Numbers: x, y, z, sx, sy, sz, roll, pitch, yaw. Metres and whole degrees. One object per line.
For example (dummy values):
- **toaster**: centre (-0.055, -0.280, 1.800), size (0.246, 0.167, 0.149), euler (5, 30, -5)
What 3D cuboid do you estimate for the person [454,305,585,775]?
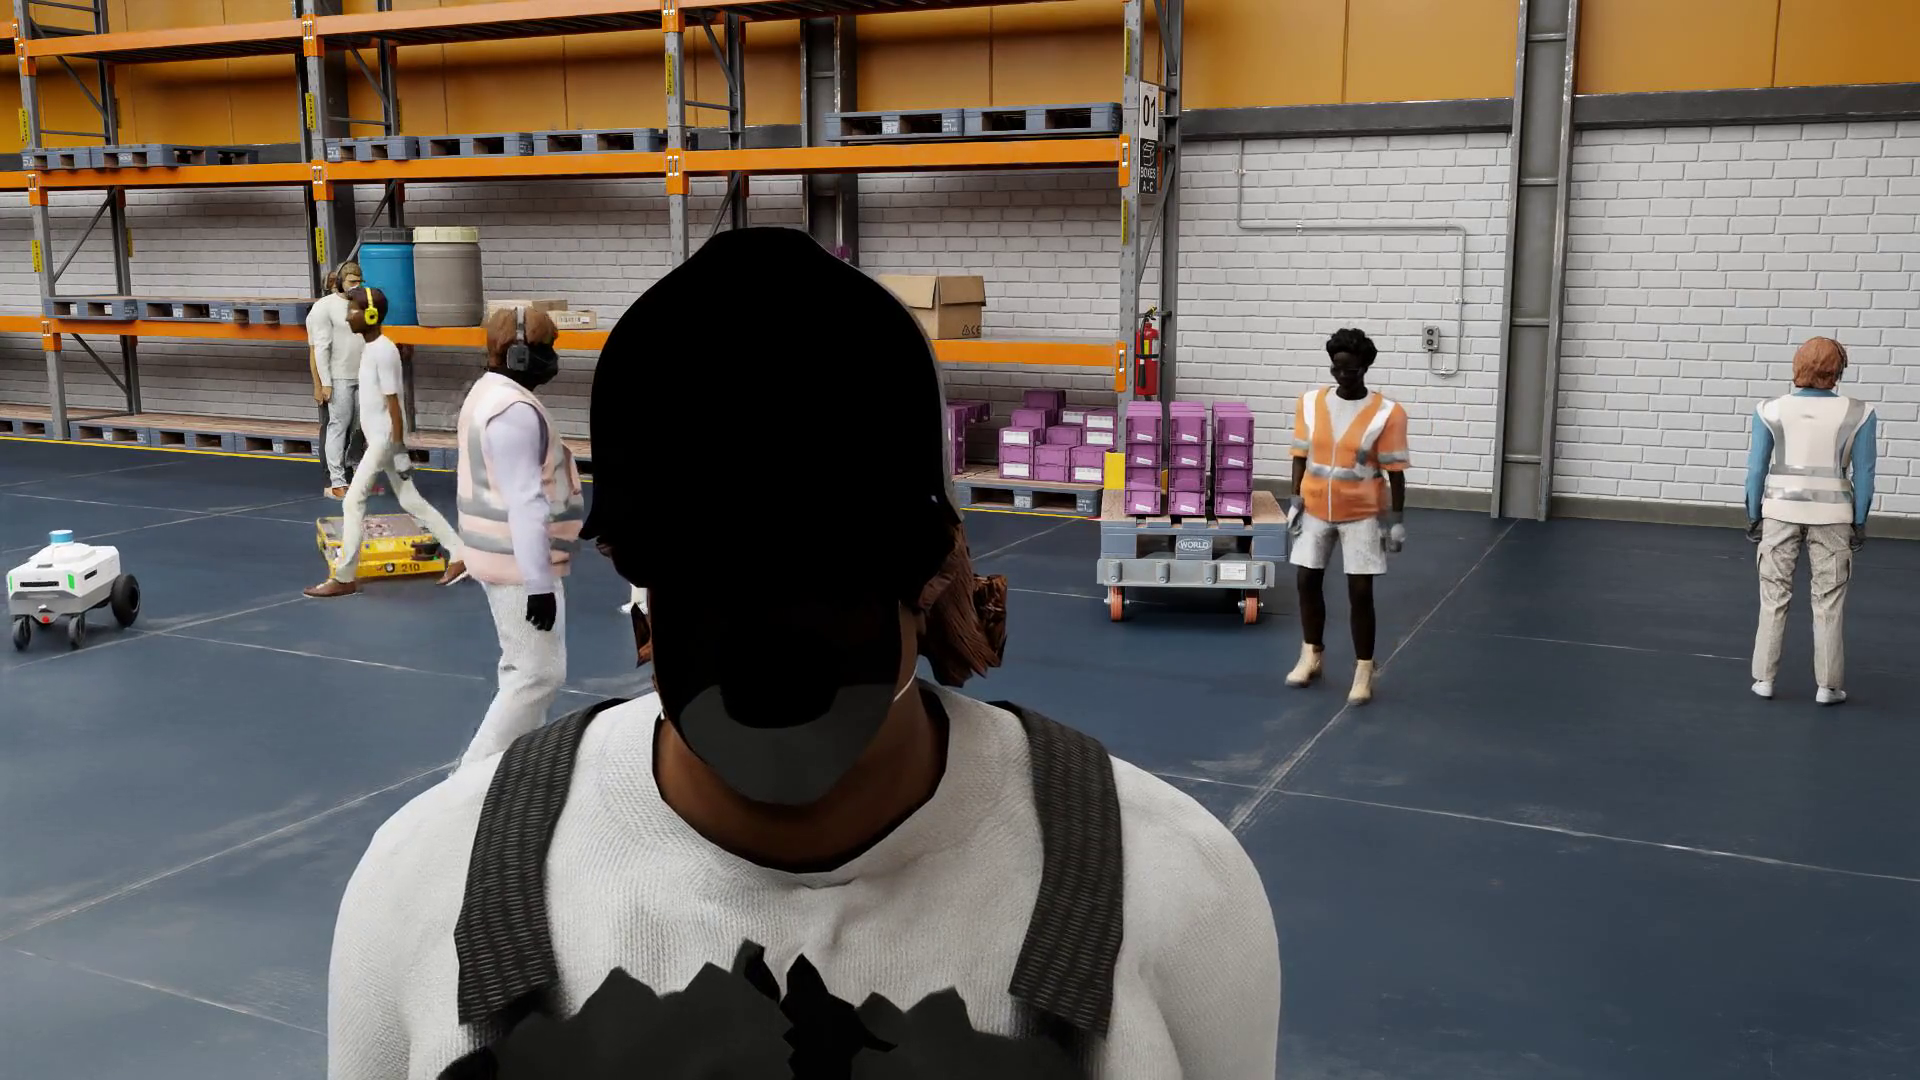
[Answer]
- **person**: centre (-1.595, 0.100, 5.855), size (0.548, 1.831, 0.668), euler (-4, 11, -23)

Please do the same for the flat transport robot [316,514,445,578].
- **flat transport robot**: centre (-3.777, 0.017, 10.778), size (0.652, 0.197, 1.431), euler (-5, 11, -24)

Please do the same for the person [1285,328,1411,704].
- **person**: centre (1.740, -0.114, 7.487), size (0.576, 1.677, 0.421), euler (7, 12, 33)

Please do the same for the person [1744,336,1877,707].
- **person**: centre (3.767, -0.079, 7.408), size (0.515, 1.641, 0.314), euler (6, 12, 32)

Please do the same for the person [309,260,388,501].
- **person**: centre (-4.952, -1.295, 13.530), size (0.371, 1.935, 0.627), euler (5, 11, 28)

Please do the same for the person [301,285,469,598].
- **person**: centre (-3.354, -0.583, 9.785), size (0.996, 1.827, 0.509), euler (-3, 10, -18)

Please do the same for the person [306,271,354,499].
- **person**: centre (-5.073, -1.266, 13.617), size (0.341, 1.846, 0.511), euler (6, 11, 29)

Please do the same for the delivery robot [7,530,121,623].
- **delivery robot**: centre (-4.676, 0.192, 8.696), size (0.477, 0.478, 0.707), euler (-1, 10, -8)

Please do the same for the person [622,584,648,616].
- **person**: centre (-1.630, -0.385, 9.261), size (0.557, 1.610, 0.477), euler (2, 10, 11)
